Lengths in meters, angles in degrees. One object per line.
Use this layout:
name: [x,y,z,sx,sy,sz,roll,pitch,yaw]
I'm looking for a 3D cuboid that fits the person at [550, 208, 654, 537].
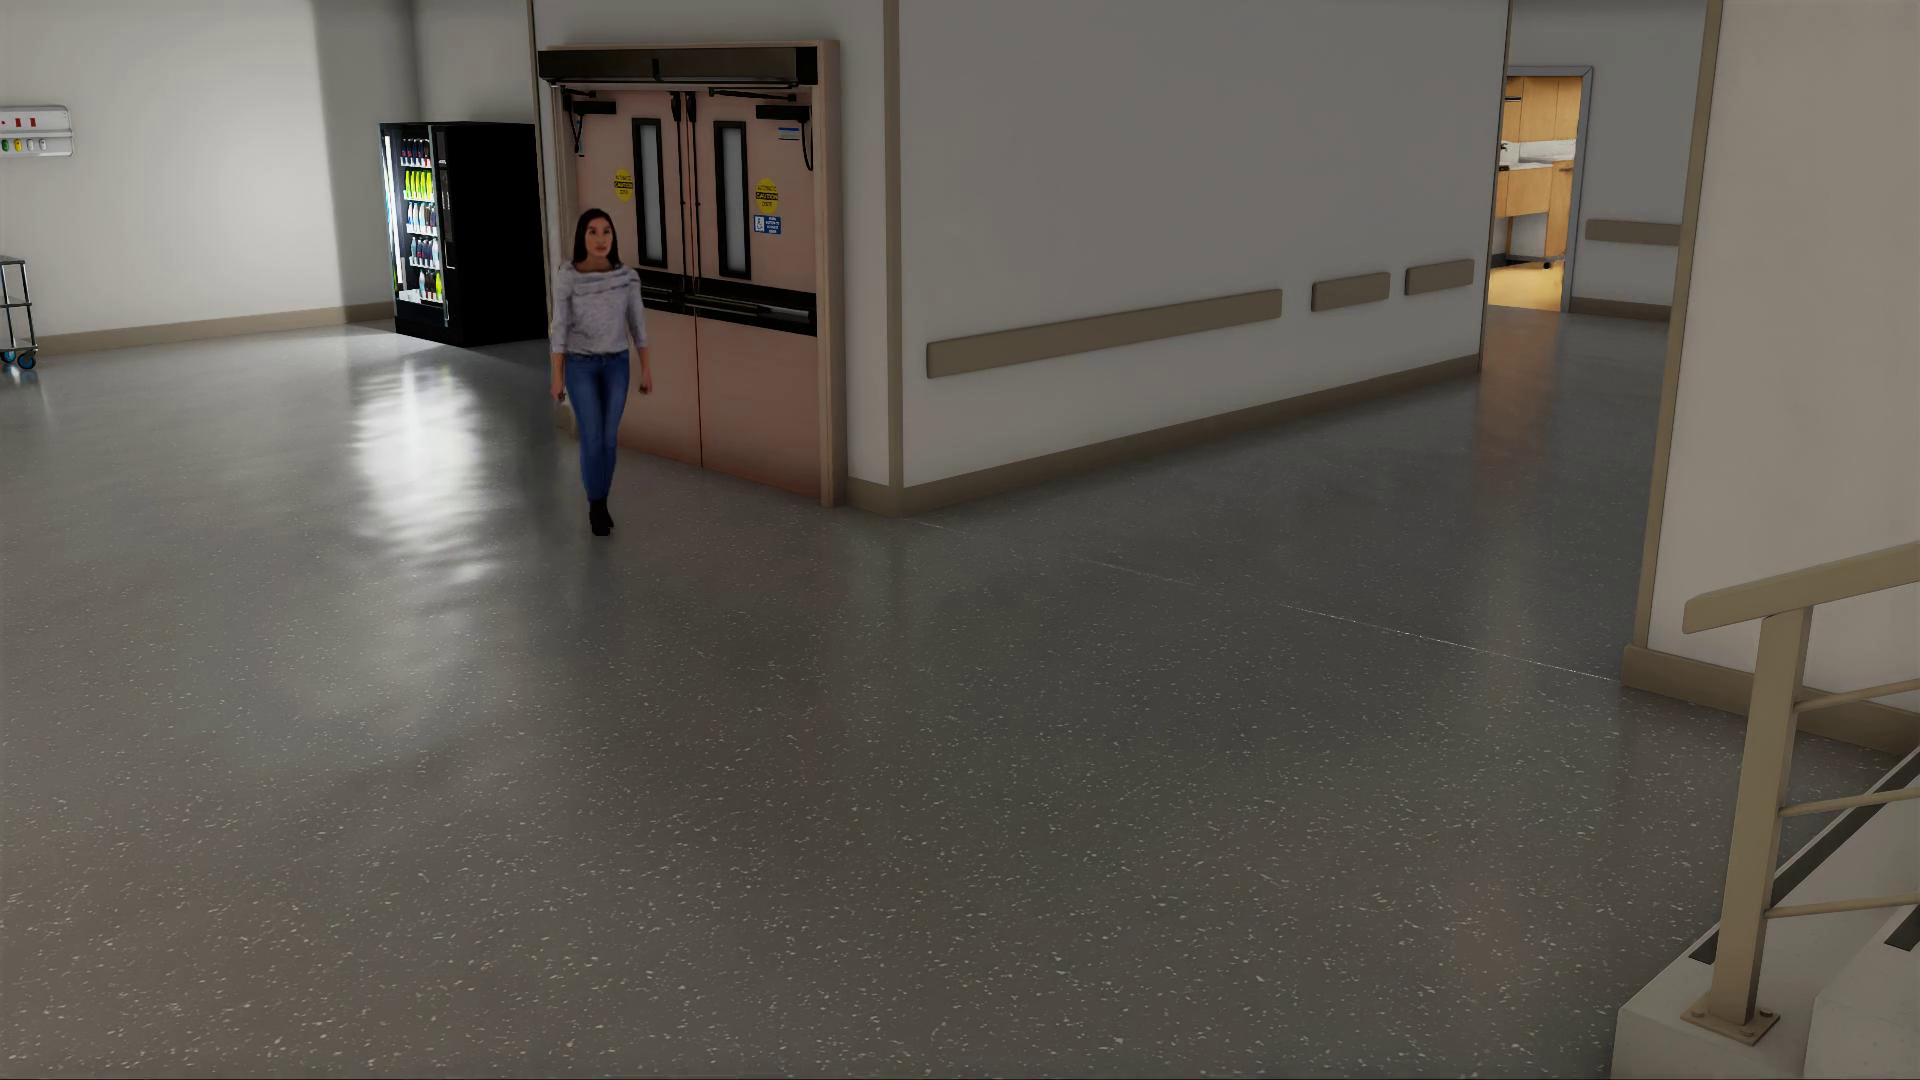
person: [-1.843,-0.839,8.332,0.708,1.615,0.739,-10,19,-31]
